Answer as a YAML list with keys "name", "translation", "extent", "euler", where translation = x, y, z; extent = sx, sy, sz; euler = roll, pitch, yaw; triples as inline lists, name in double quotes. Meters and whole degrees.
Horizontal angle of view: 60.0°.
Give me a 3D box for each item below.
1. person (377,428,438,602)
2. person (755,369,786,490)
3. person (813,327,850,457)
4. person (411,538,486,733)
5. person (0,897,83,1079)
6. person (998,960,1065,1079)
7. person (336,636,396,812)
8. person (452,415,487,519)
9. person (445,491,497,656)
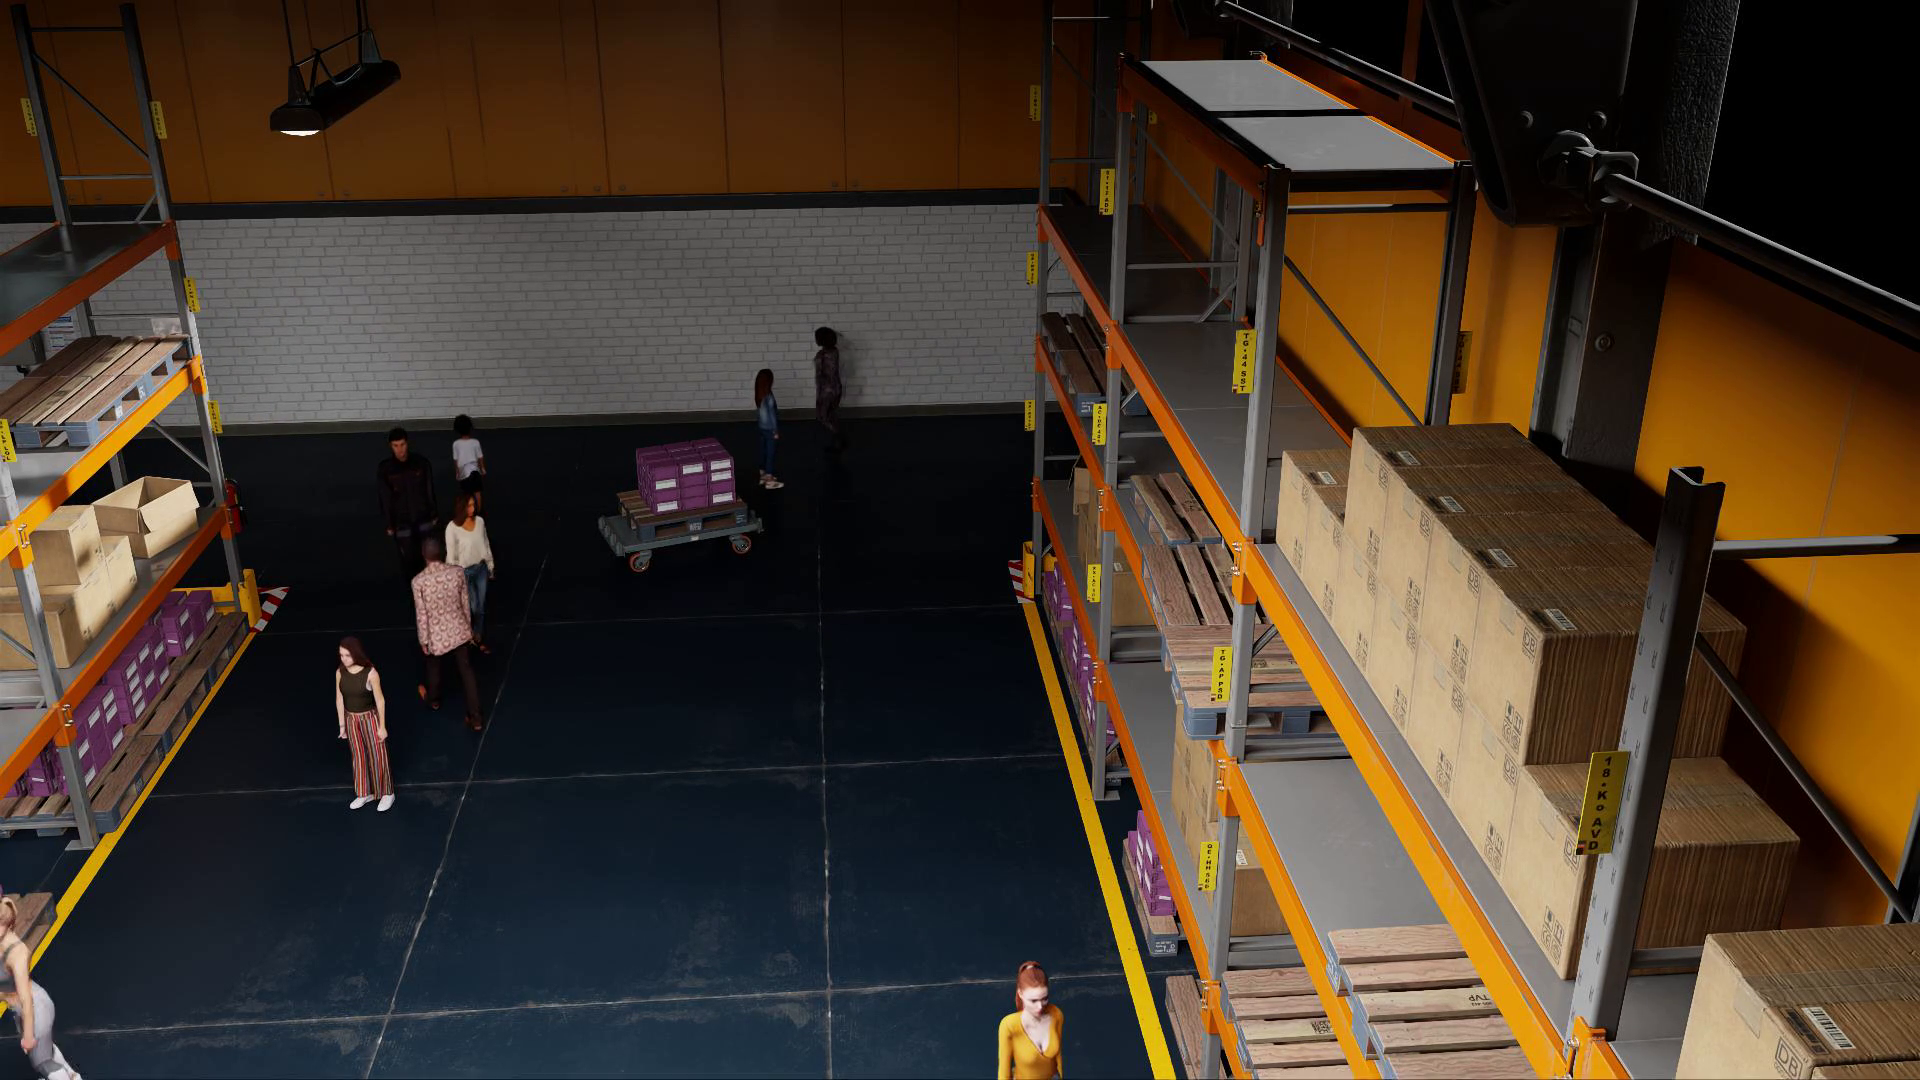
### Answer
- name: "person"
  translation: [-5.620, -0.261, 16.967]
  extent: [0.955, 1.914, 1.178]
  euler: [-11, 26, -24]
- name: "person"
  translation: [-2.315, -1.346, 19.998]
  extent: [0.688, 1.476, 0.571]
  euler: [-14, 27, -29]
- name: "person"
  translation: [-1.586, -1.815, 20.786]
  extent: [0.842, 1.702, 0.914]
  euler: [-20, 31, -38]
- name: "person"
  translation: [-4.454, 0.877, 14.557]
  extent: [1.129, 1.761, 1.286]
  euler: [-18, 29, -35]
- name: "person"
  translation: [-5.635, 2.850, 10.151]
  extent: [0.887, 1.674, 0.802]
  euler: [-14, 27, -29]
- name: "person"
  translation: [0.395, 3.137, 9.399]
  extent: [0.670, 1.749, 0.663]
  euler: [-12, 27, -26]
- name: "person"
  translation: [-4.823, 1.467, 13.455]
  extent: [0.609, 1.561, 0.587]
  euler: [4, 24, 10]
- name: "person"
  translation: [-5.604, -0.785, 19.024]
  extent: [0.664, 1.227, 0.946]
  euler: [-9, 25, -19]
- name: "person"
  translation: [-4.760, 0.298, 15.990]
  extent: [0.848, 1.673, 0.786]
  euler: [18, 29, 35]
